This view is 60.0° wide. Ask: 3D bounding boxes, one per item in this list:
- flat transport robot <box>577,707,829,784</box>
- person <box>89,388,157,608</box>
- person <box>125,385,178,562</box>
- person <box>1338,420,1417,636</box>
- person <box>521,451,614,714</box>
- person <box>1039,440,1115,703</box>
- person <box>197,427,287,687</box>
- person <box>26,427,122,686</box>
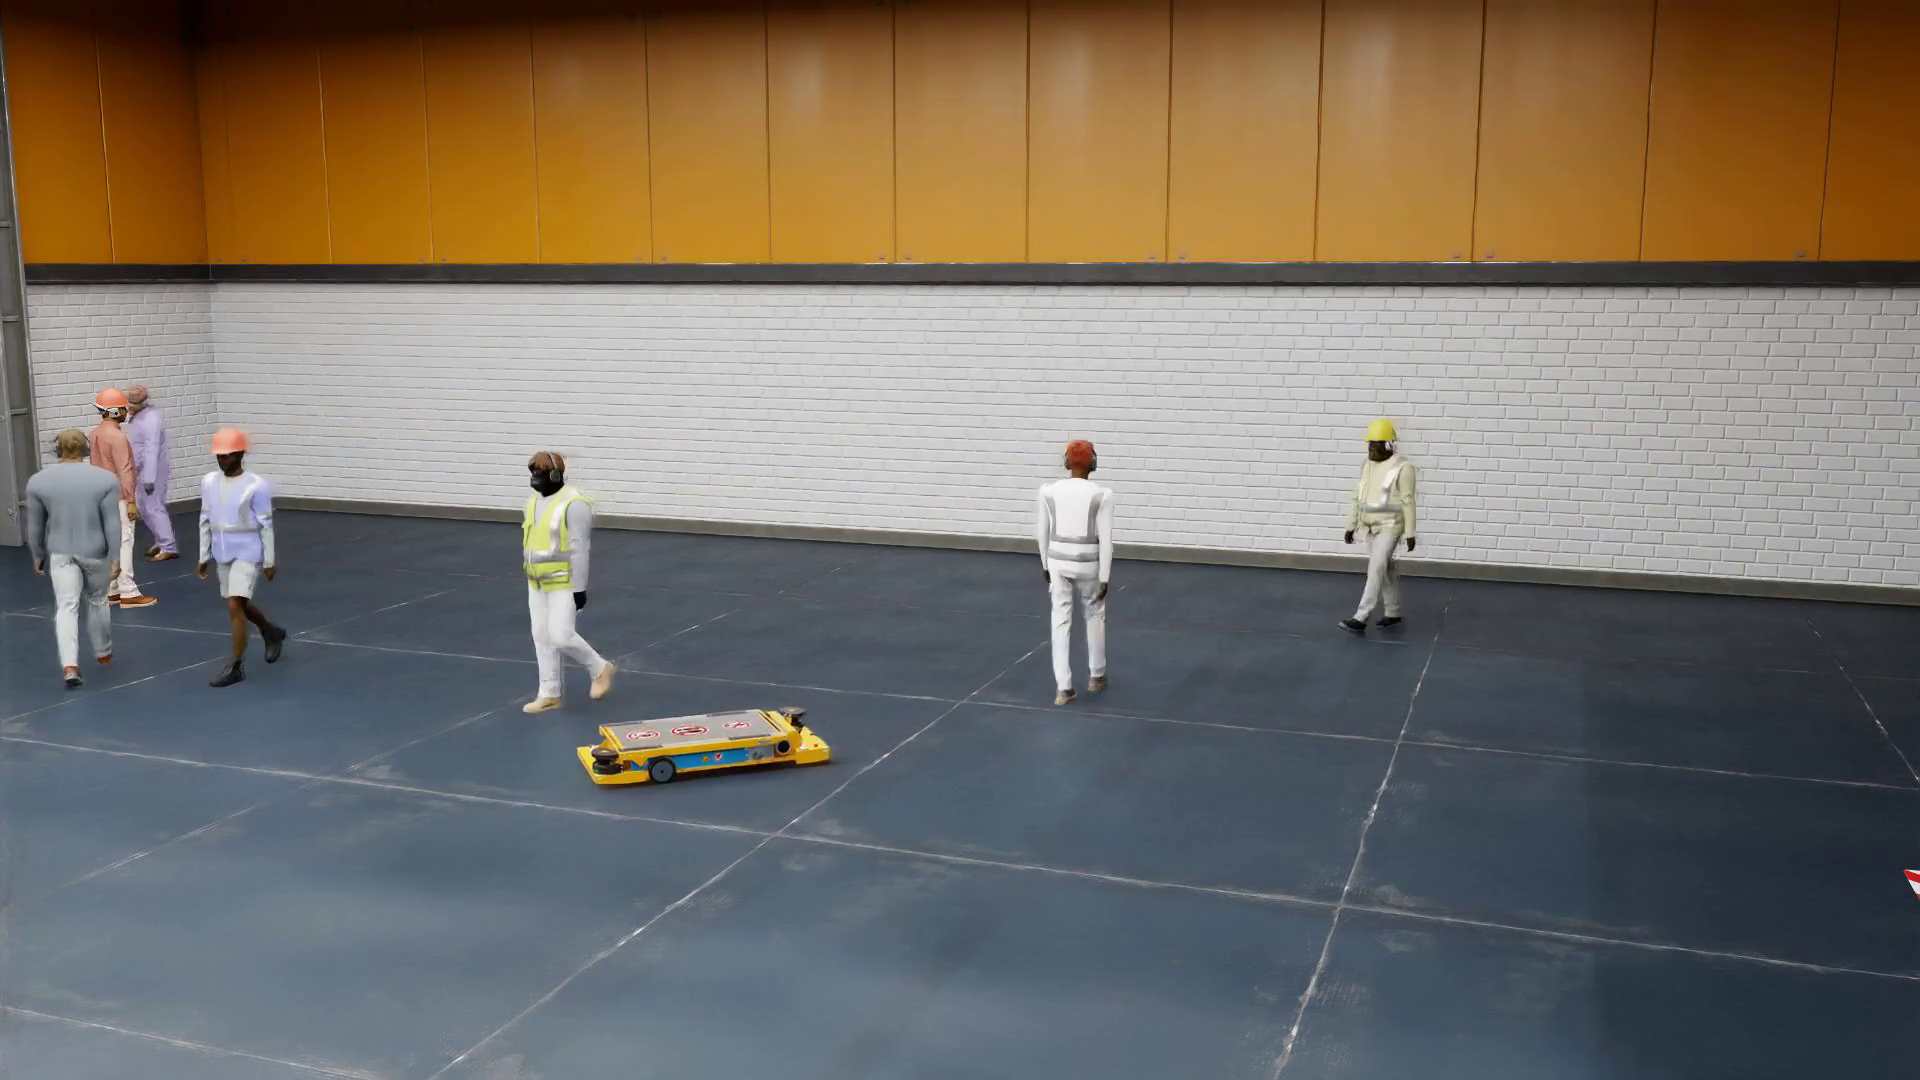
[{"bbox_3d":[-1.587,1.256,10.253,1.431,0.197,0.652,-4,10,-22],"label":"flat transport robot"},{"bbox_3d":[-7.631,-0.381,15.073,0.608,1.995,0.377,7,12,38],"label":"person"},{"bbox_3d":[-8.480,-0.694,17.403,0.468,1.870,0.673,-7,12,-38],"label":"person"},{"bbox_3d":[3.440,-0.103,13.947,0.863,1.793,0.627,-4,10,-26],"label":"person"},{"bbox_3d":[-2.749,0.286,11.468,0.642,1.823,0.538,8,12,40],"label":"person"},{"bbox_3d":[0.854,0.201,11.927,0.581,1.850,0.857,3,10,17],"label":"person"},{"bbox_3d":[-5.363,0.086,12.473,0.542,1.911,0.918,3,10,16],"label":"person"},{"bbox_3d":[-6.573,0.107,12.380,0.648,1.895,1.020,-3,10,-19],"label":"person"}]
